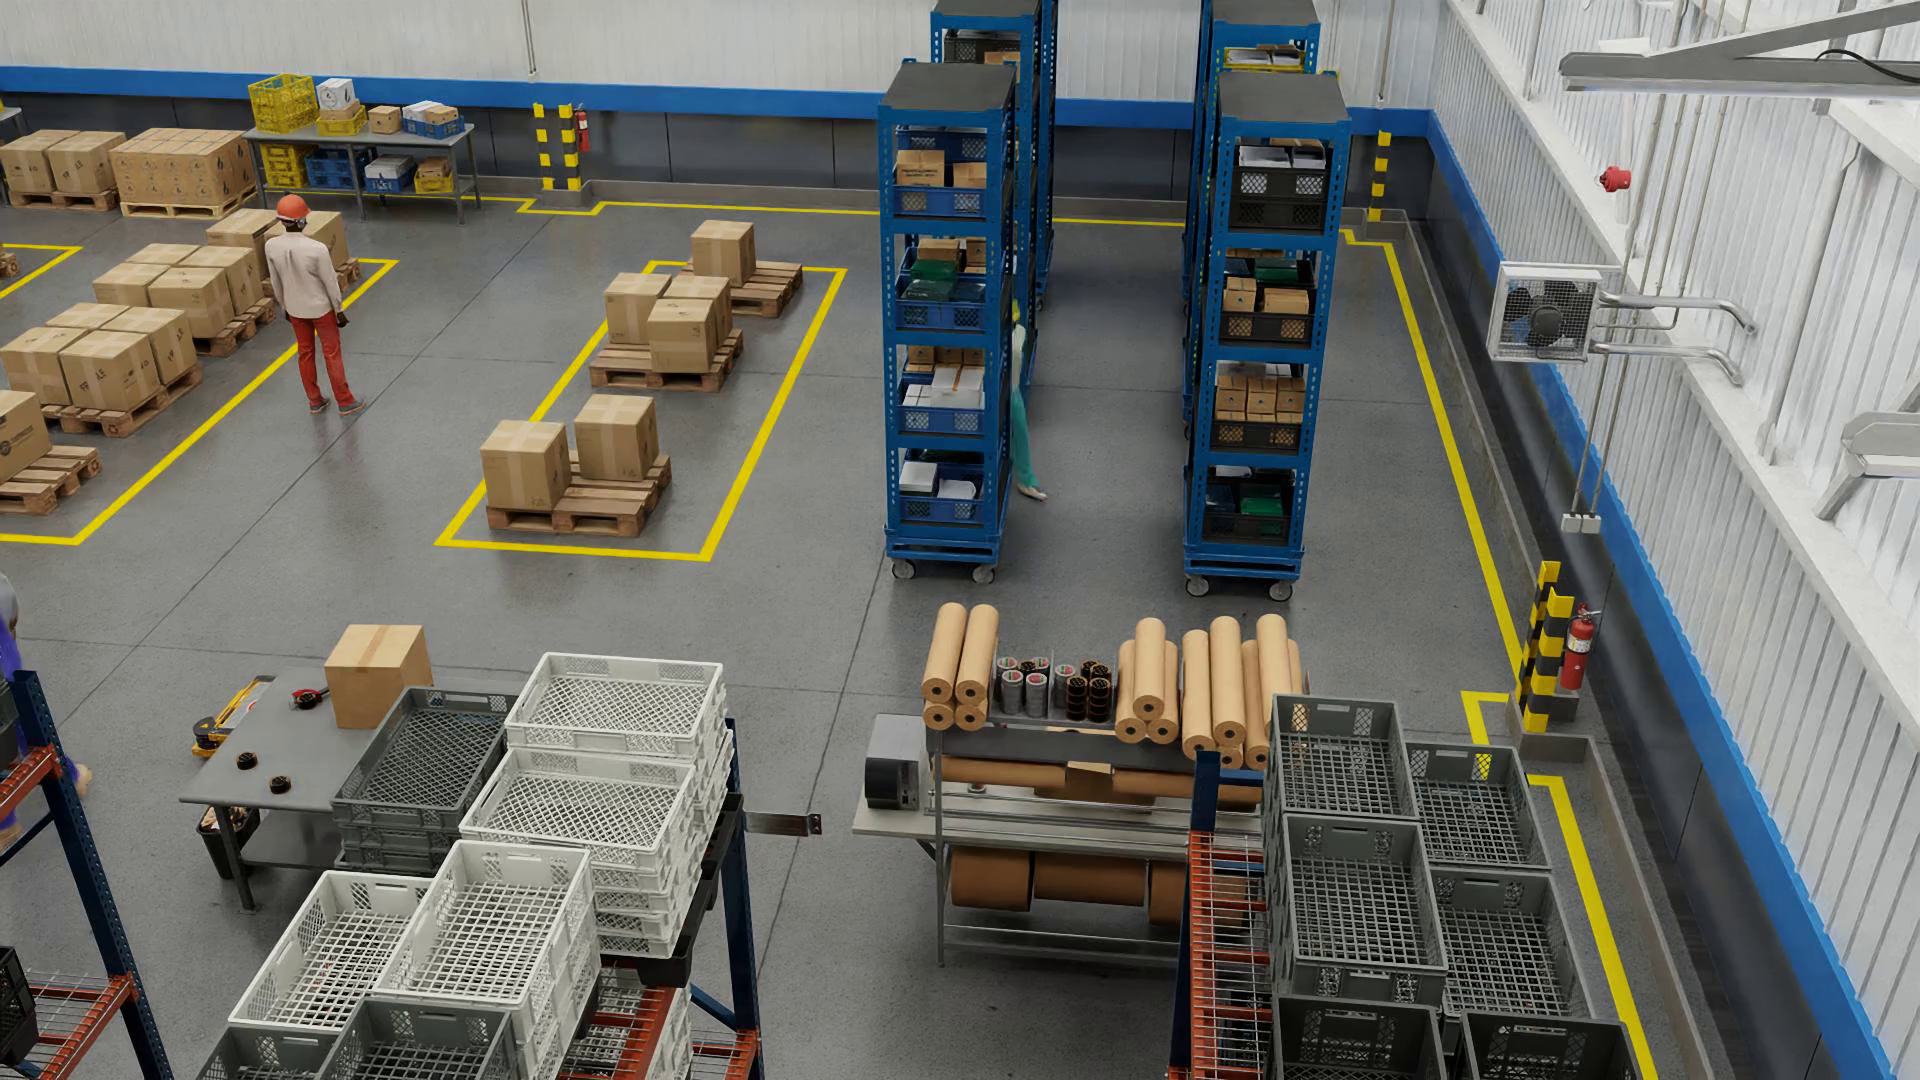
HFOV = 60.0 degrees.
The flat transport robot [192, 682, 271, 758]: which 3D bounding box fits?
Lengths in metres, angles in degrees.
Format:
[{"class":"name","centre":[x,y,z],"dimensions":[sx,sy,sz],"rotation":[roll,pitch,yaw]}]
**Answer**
[{"class":"flat transport robot","centre":[-4.089,1.163,10.648],"dimensions":[1.431,0.197,0.652],"rotation":[3,30,6]}]

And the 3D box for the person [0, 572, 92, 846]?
[{"class":"person","centre":[-5.651,0.798,9.544],"dimensions":[0.550,2.000,0.810],"rotation":[2,30,4]}]

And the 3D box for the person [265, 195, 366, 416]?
[{"class":"person","centre":[-5.620,-2.019,14.428],"dimensions":[0.607,1.995,0.376],"rotation":[5,31,9]}]

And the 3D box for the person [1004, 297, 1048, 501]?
[{"class":"person","centre":[0.323,-1.168,13.242],"dimensions":[0.523,1.710,0.901],"rotation":[-21,36,-32]}]
